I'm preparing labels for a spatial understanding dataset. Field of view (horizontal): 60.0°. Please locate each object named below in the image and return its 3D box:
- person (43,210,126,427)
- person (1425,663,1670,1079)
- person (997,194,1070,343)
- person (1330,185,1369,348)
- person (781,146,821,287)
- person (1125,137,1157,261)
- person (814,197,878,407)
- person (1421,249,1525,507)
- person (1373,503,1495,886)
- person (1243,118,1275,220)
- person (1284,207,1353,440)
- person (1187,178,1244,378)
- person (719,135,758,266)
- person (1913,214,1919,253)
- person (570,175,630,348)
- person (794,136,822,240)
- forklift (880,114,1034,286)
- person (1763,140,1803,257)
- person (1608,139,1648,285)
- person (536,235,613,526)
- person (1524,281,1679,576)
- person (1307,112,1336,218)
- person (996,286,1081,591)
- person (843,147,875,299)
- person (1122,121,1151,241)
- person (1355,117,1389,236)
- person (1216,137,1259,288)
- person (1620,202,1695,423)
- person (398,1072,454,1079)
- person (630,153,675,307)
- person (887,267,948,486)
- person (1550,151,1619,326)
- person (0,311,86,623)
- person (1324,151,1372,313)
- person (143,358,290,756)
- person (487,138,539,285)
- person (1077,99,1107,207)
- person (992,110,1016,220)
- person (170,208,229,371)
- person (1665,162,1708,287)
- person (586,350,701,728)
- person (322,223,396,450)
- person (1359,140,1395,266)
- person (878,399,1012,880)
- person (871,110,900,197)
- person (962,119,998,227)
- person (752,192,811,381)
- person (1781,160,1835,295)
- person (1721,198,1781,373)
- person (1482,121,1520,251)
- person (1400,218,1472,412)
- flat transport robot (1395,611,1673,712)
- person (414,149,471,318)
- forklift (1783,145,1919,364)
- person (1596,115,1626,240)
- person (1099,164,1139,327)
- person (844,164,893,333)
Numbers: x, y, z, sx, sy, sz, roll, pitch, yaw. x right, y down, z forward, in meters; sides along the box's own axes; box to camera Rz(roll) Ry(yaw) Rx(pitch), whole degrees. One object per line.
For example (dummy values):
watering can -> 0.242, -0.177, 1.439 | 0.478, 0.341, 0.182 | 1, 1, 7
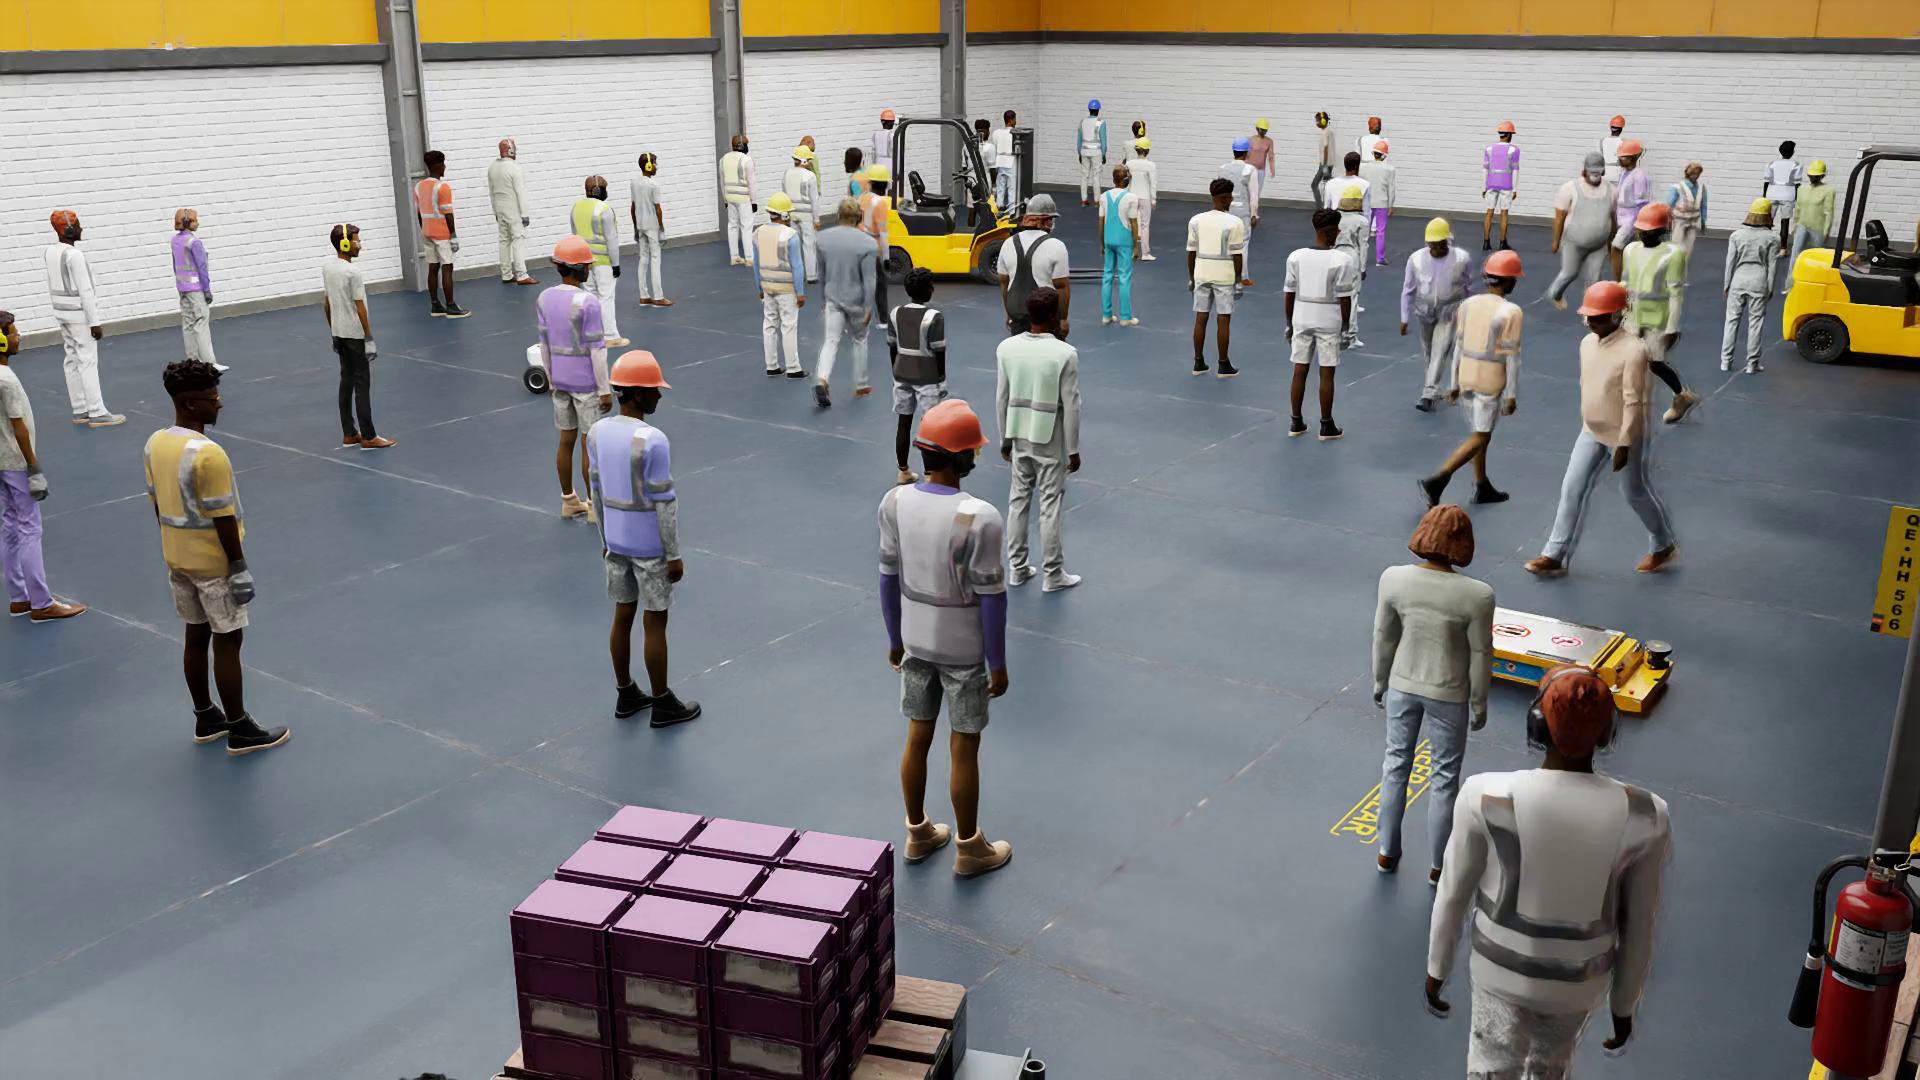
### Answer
person -> -7.716, -1.933, 14.559 | 0.574, 1.883, 0.360 | 13, 22, 35
person -> 1.624, 1.248, 4.665 | 0.586, 1.855, 0.886 | 3, 18, 8
person -> 0.698, -1.988, 14.475 | 0.675, 2.000, 0.537 | 13, 22, 35
person -> 4.178, -2.953, 17.981 | 0.485, 1.739, 0.313 | 13, 22, 35
person -> -2.070, -4.272, 21.964 | 0.589, 1.827, 0.404 | 13, 22, 35
person -> 2.626, -4.952, 24.188 | 0.524, 1.769, 0.325 | 13, 22, 35
person -> -1.071, -2.189, 15.329 | 0.630, 1.910, 0.887 | 5, 18, 15
person -> 3.722, -1.135, 12.030 | 0.839, 1.909, 0.557 | -9, 20, -26
person -> 1.951, 0.641, 6.910 | 0.499, 1.632, 0.285 | 13, 22, 35
person -> 5.165, -6.411, 28.795 | 0.591, 1.733, 0.692 | -5, 18, -15
person -> 3.034, -1.826, 14.096 | 0.605, 1.962, 0.373 | 13, 22, 35
person -> 2.536, -2.595, 16.499 | 0.605, 1.962, 0.373 | 13, 22, 35
person -> -3.118, -4.835, 23.710 | 0.622, 1.840, 0.430 | 13, 22, 35
person -> 11.352, -3.408, 19.243 | 0.564, 1.839, 0.395 | 13, 22, 35
person -> -3.901, -3.008, 17.994 | 0.622, 1.840, 0.430 | 13, 22, 35
person -> -2.399, -5.560, 26.306 | 0.499, 1.632, 0.285 | 13, 22, 35
forklift -> -0.171, -4.594, 22.377 | 2.313, 2.155, 1.214 | 1, 18, 3
person -> 12.116, -5.036, 24.561 | 0.533, 1.698, 0.322 | 13, 22, 35
person -> 8.214, -3.933, 20.602 | 0.664, 2.016, 0.642 | 2, 18, 7
person -> -2.687, -1.122, 11.762 | 0.606, 2.045, 0.389 | 13, 22, 35
person -> 4.211, -0.700, 10.634 | 1.035, 1.944, 0.643 | -6, 19, -18
person -> 6.310, -6.505, 28.934 | 0.605, 1.833, 0.541 | 9, 20, 26
person -> 0.487, -0.624, 10.406 | 0.588, 1.920, 0.398 | 13, 22, 35
person -> -1.329, -3.948, 20.839 | 0.726, 1.895, 0.598 | 4, 18, 13
person -> 2.780, -5.653, 26.229 | 0.521, 1.864, 0.334 | 13, 22, 35
person -> 6.627, -5.859, 26.838 | 0.574, 1.882, 0.360 | 13, 22, 35
person -> 3.630, -4.291, 21.827 | 0.604, 1.949, 0.398 | 13, 22, 35
person -> 6.008, -1.937, 14.407 | 0.958, 1.999, 0.657 | -10, 20, -29
person -> -0.984, 1.791, 3.210 | 0.533, 1.697, 0.322 | 13, 22, 35
person -> -3.817, -3.808, 20.457 | 0.521, 1.864, 0.334 | 13, 22, 35
person -> -0.315, -1.221, 12.630 | 0.533, 1.698, 0.322 | 13, 22, 35
person -> 7.254, -3.552, 19.368 | 0.707, 2.000, 0.786 | 1, 18, 3
person -> -5.609, -0.435, 9.891 | 0.521, 1.873, 0.334 | 13, 22, 35
person -> 4.637, -3.683, 19.978 | 0.588, 1.917, 0.398 | 13, 22, 35
person -> -3.666, 0.088, 8.107 | 0.605, 1.962, 0.373 | 13, 22, 35
person -> -5.940, -4.352, 22.086 | 0.640, 1.910, 0.401 | 13, 22, 35
person -> 2.447, -7.138, 30.730 | 0.604, 1.949, 0.398 | 13, 22, 35
person -> 0.799, -6.258, 28.037 | 0.588, 1.915, 0.398 | 13, 22, 35
person -> -7.719, -2.510, 16.762 | 0.514, 1.636, 0.314 | 13, 22, 35
person -> 9.534, -4.150, 21.896 | 0.532, 1.624, 0.378 | -6, 19, -19
person -> -1.611, 0.001, 8.429 | 0.544, 1.933, 0.376 | 13, 22, 35
person -> -5.034, -1.679, 13.798 | 0.521, 1.864, 0.334 | 13, 22, 35
person -> 5.948, -4.810, 23.765 | 0.563, 1.753, 0.335 | 13, 22, 35
person -> -0.049, 0.420, 6.938 | 0.606, 2.045, 0.389 | 13, 22, 35
person -> -1.219, -6.212, 27.864 | 0.544, 1.933, 0.376 | 13, 22, 35
person -> 0.311, -5.378, 25.204 | 0.605, 1.962, 0.373 | 13, 22, 35
person -> -1.755, -2.487, 16.369 | 0.589, 1.835, 0.404 | 13, 22, 35
person -> 10.977, -4.018, 21.352 | 0.826, 1.721, 0.542 | -12, 21, -33
person -> 7.958, -2.564, 16.755 | 0.485, 1.744, 0.308 | 13, 22, 35
person -> 8.162, -5.337, 25.125 | 0.544, 1.933, 0.376 | 13, 22, 35
person -> 4.360, -2.084, 15.254 | 0.597, 1.749, 1.008 | 8, 20, 24
flat transport robot -> 3.130, 0.604, 9.227 | 1.431, 0.197, 0.652 | 12, 21, 33
person -> -6.162, -3.616, 19.687 | 0.605, 1.966, 0.373 | 13, 22, 35
forklift -> 9.803, -2.879, 17.013 | 2.313, 2.155, 1.214 | 12, 21, 33
person -> 10.331, -5.746, 26.395 | 0.544, 1.939, 0.372 | 13, 22, 35
person -> 1.832, -3.389, 19.172 | 0.506, 1.847, 0.350 | 13, 22, 35
person -> -1.071, -3.275, 18.752 | 0.895, 1.893, 0.599 | -8, 19, -24
